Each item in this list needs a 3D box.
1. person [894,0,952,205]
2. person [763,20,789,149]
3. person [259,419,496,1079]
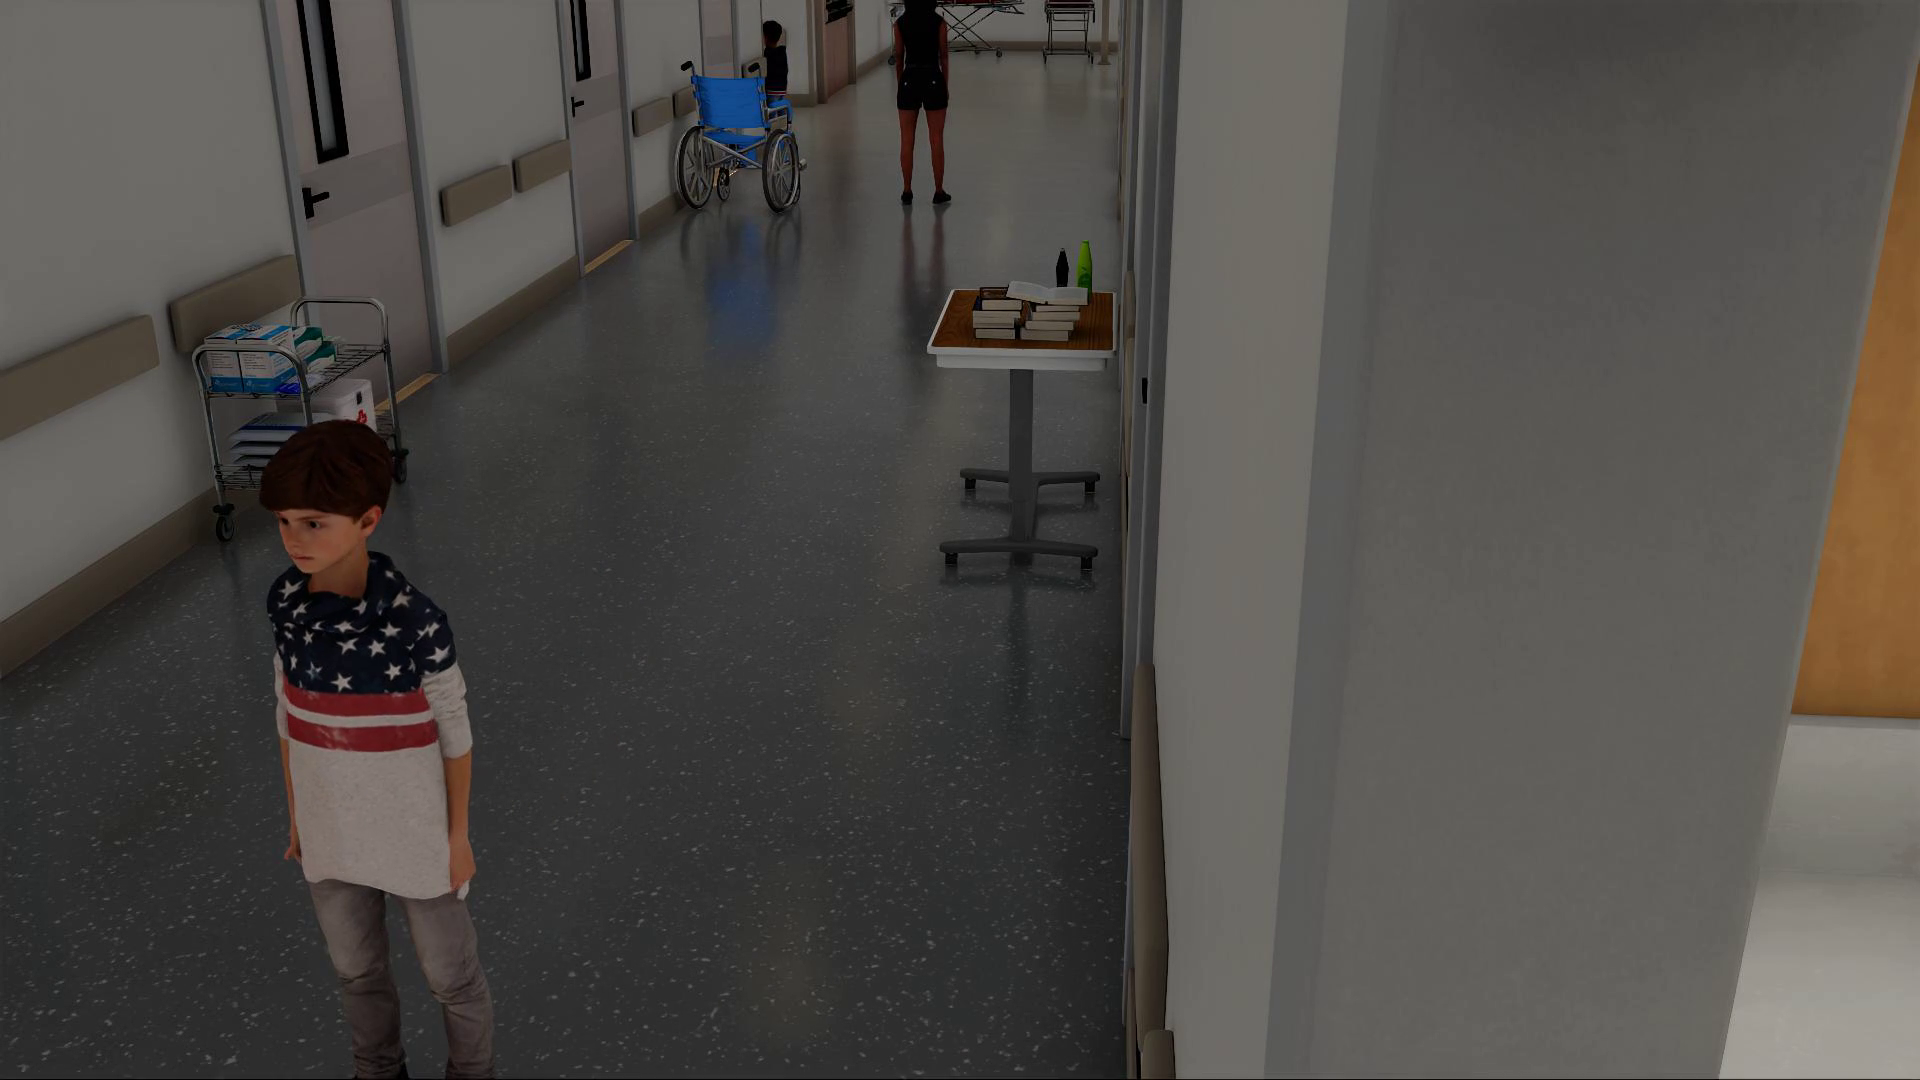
[{"bbox_3d":[-0.301,-3.561,13.229,0.589,1.741,0.516,3,21,7],"label":"person"},{"bbox_3d":[-1.838,-4.507,16.459,0.641,1.221,0.565,19,28,40],"label":"person"},{"bbox_3d":[-1.047,0.474,2.999,0.549,1.440,0.512,6,21,15],"label":"person"}]
